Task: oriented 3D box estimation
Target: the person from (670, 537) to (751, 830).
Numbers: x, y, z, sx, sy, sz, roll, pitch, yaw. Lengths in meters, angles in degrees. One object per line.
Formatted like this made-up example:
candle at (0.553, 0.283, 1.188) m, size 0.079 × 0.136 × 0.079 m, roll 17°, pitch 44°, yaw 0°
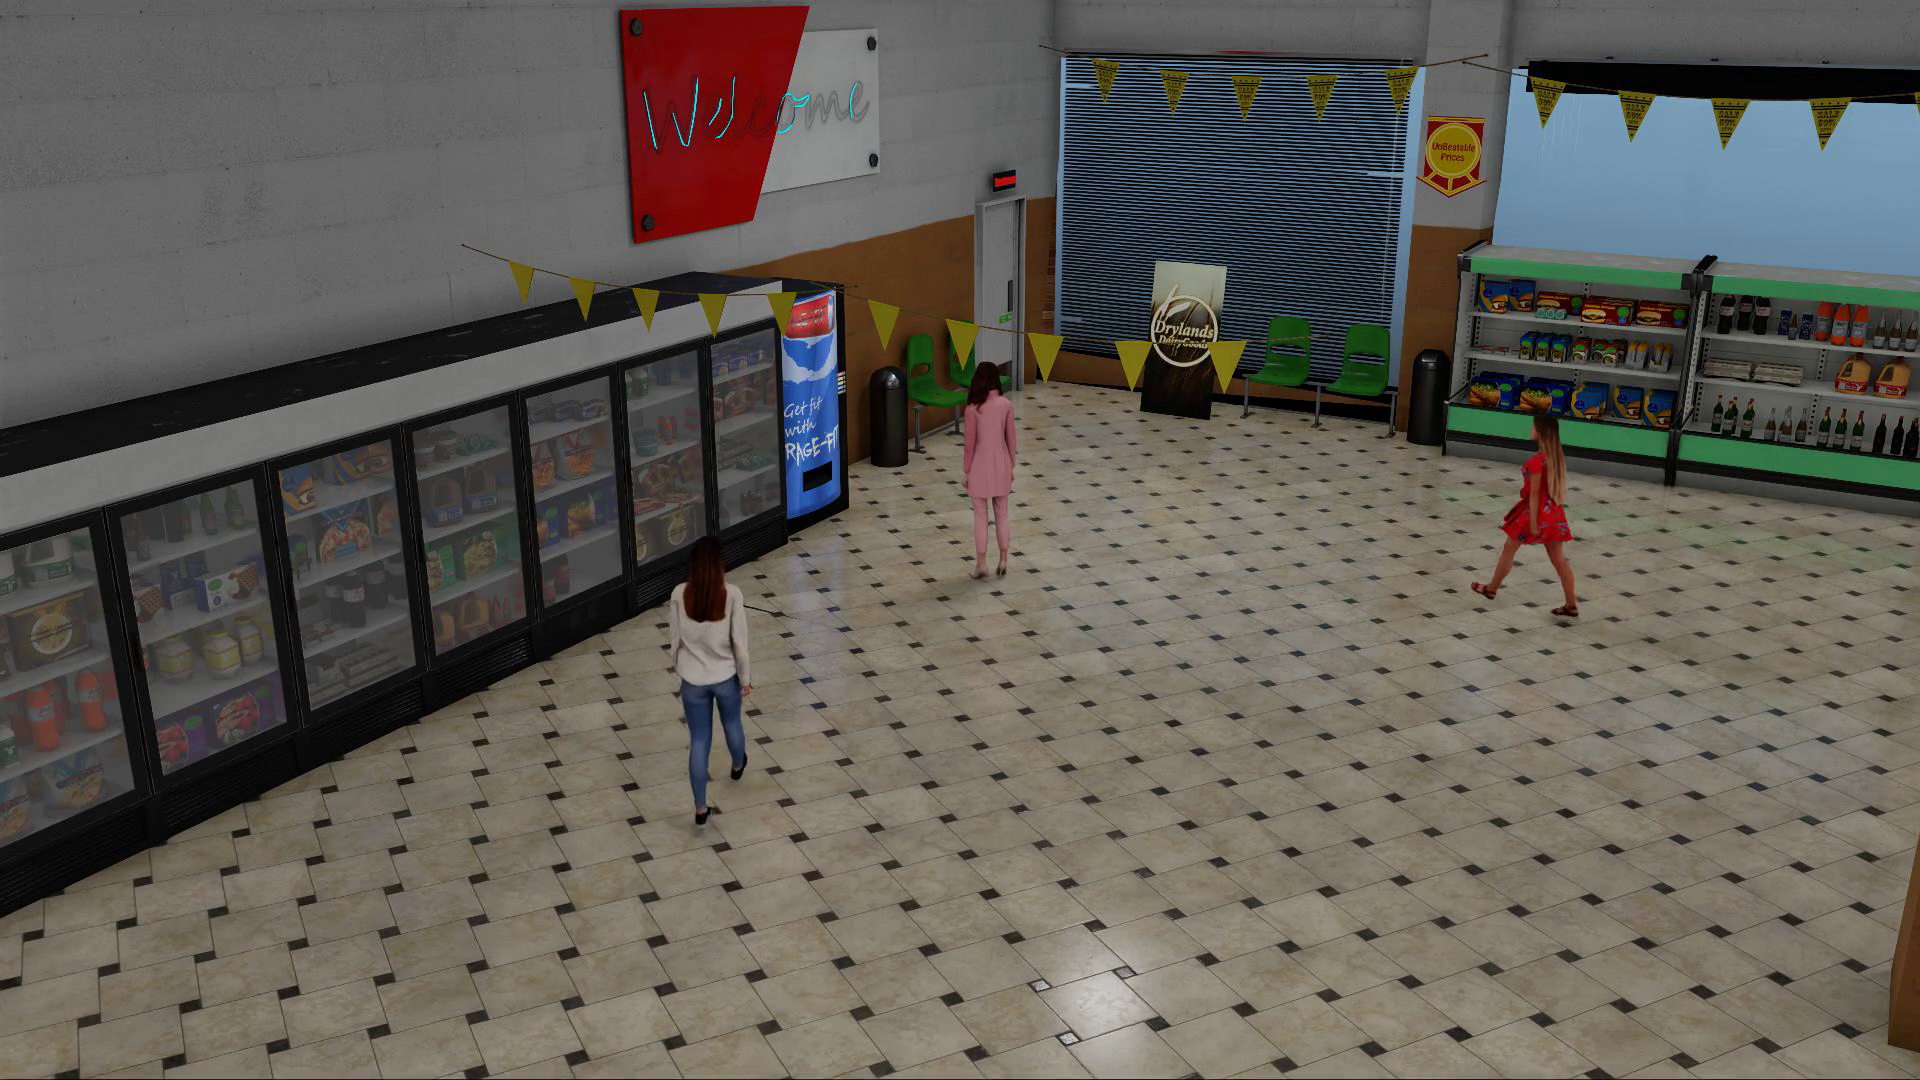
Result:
person at (-1.439, 0.839, 9.508) m, size 1.128 × 1.648 × 1.045 m, roll 0°, pitch 19°, yaw 0°

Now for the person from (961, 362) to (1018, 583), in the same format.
person at (0.235, -0.548, 13.382) m, size 0.686 × 1.802 × 0.727 m, roll -6°, pitch 20°, yaw -18°

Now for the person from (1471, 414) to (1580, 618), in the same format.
person at (4.473, -0.142, 12.586) m, size 0.855 × 1.541 × 1.161 m, roll -14°, pitch 23°, yaw -36°
